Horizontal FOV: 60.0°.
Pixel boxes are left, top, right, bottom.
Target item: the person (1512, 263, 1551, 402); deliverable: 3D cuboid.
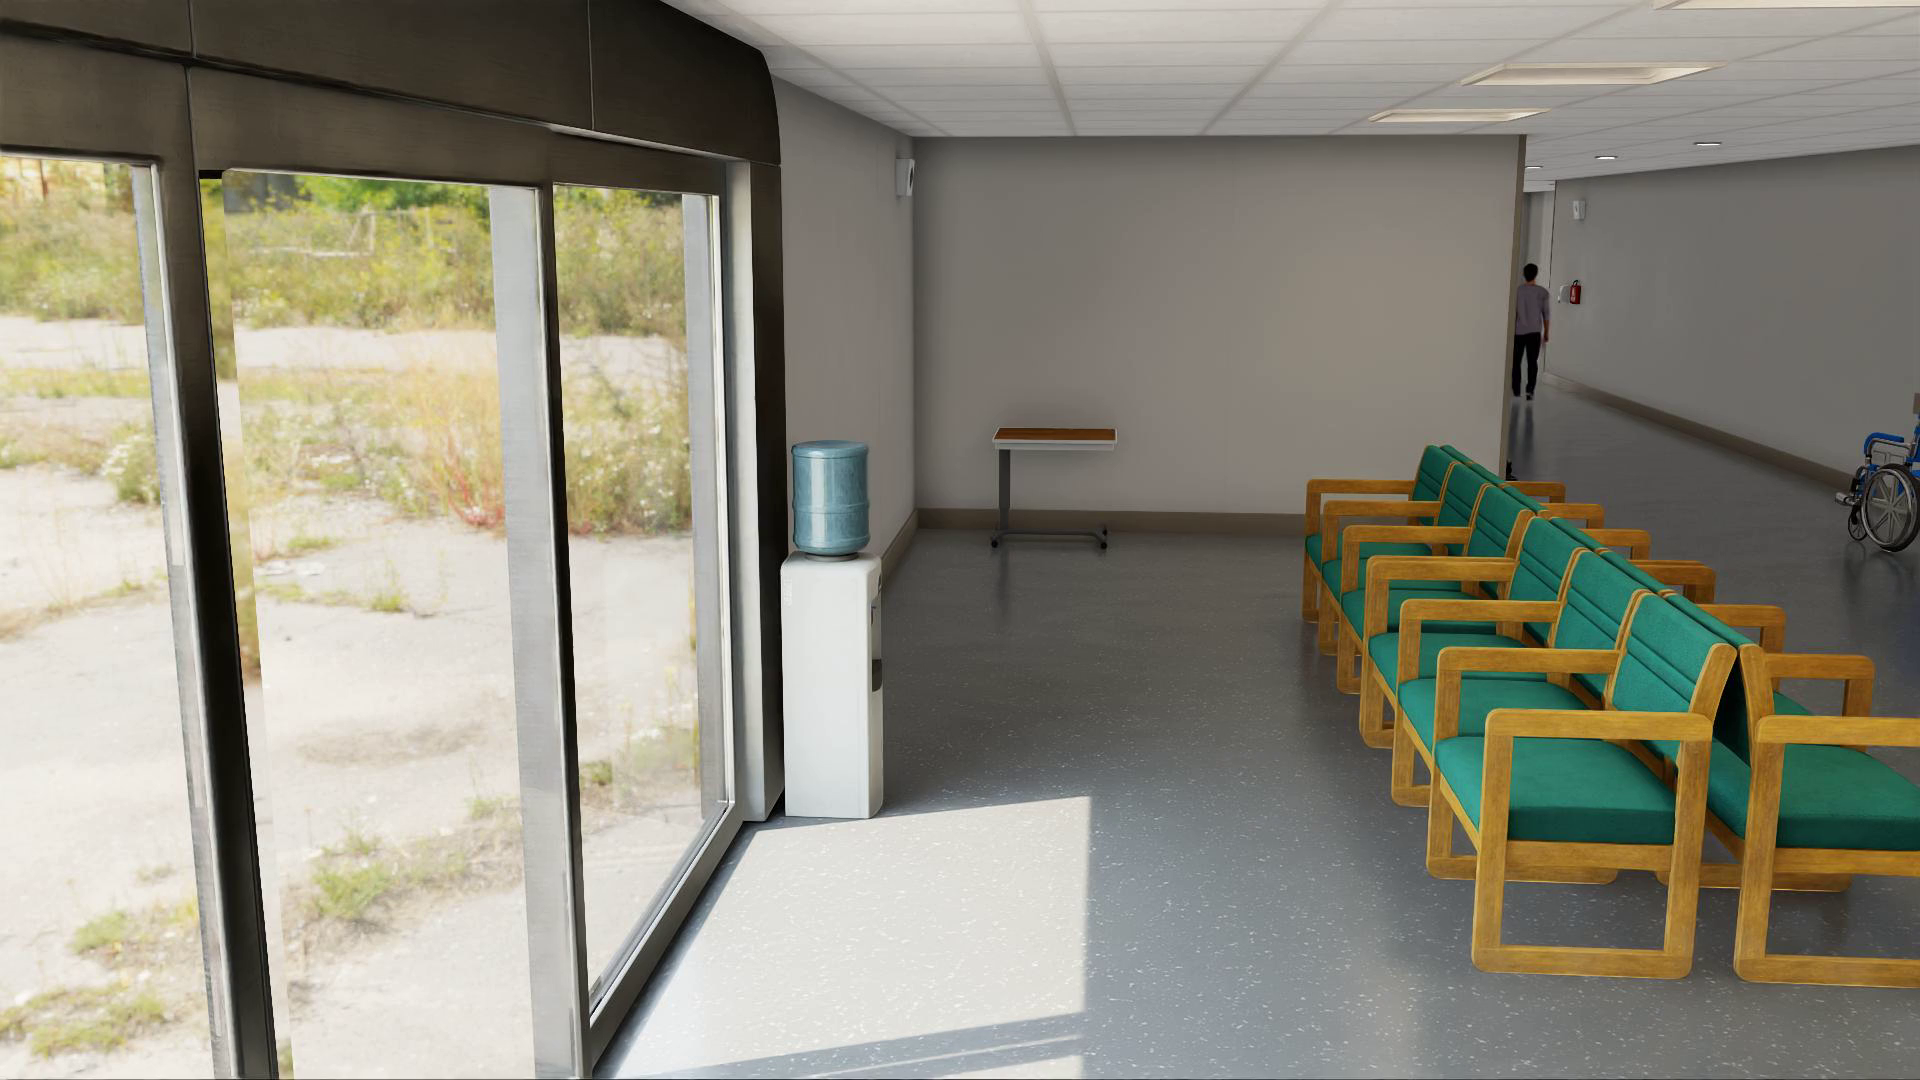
[{"bbox_3d":[7.522,-2.714,22.030,1.187,1.801,0.913,3,11,17],"label":"person"}]
